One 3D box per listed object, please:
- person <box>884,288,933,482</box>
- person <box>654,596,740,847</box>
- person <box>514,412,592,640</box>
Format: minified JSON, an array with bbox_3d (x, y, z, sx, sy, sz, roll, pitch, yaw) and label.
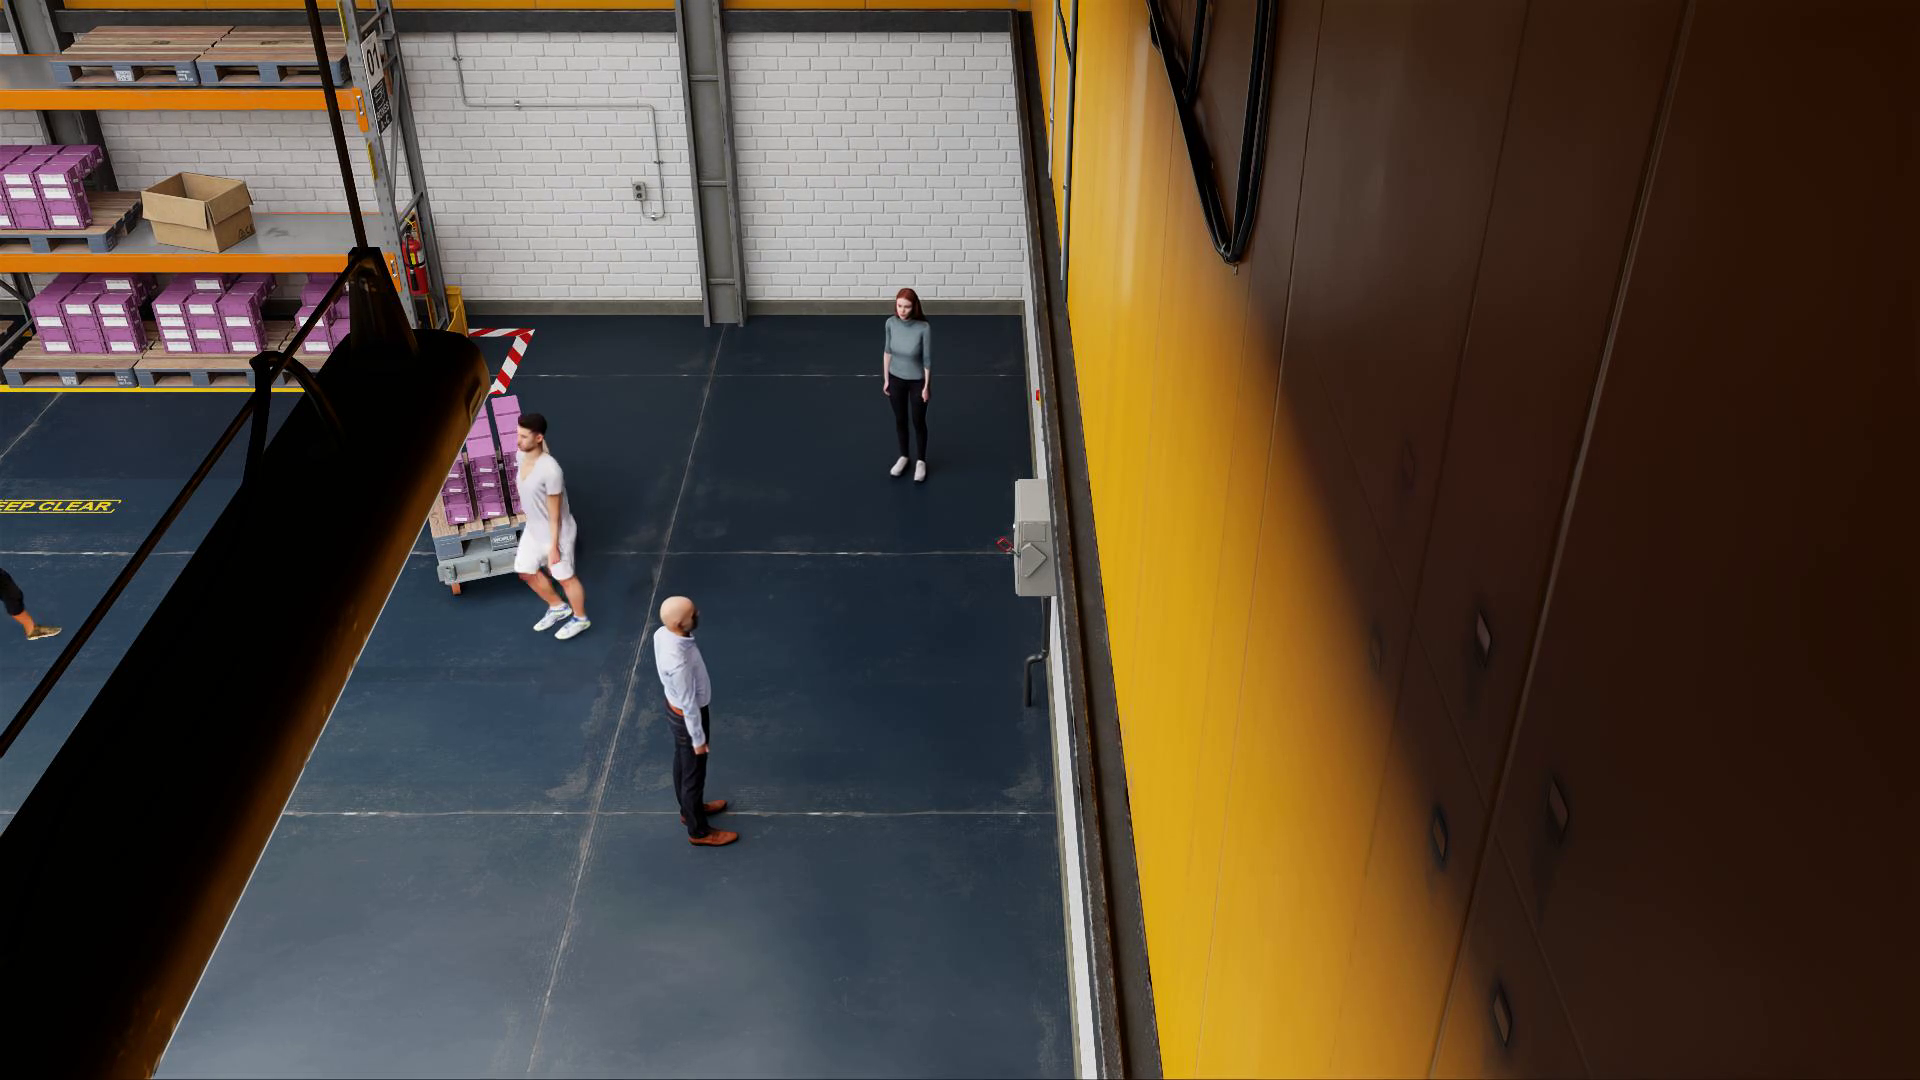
[{"bbox_3d":[-0.423,-1.294,13.759,0.585,1.739,0.707,13,36,19],"label":"person"},{"bbox_3d":[-1.650,1.089,10.127,0.688,1.792,0.710,-11,35,-16],"label":"person"},{"bbox_3d":[-2.856,-0.117,11.897,0.822,1.839,0.890,26,42,33],"label":"person"}]
